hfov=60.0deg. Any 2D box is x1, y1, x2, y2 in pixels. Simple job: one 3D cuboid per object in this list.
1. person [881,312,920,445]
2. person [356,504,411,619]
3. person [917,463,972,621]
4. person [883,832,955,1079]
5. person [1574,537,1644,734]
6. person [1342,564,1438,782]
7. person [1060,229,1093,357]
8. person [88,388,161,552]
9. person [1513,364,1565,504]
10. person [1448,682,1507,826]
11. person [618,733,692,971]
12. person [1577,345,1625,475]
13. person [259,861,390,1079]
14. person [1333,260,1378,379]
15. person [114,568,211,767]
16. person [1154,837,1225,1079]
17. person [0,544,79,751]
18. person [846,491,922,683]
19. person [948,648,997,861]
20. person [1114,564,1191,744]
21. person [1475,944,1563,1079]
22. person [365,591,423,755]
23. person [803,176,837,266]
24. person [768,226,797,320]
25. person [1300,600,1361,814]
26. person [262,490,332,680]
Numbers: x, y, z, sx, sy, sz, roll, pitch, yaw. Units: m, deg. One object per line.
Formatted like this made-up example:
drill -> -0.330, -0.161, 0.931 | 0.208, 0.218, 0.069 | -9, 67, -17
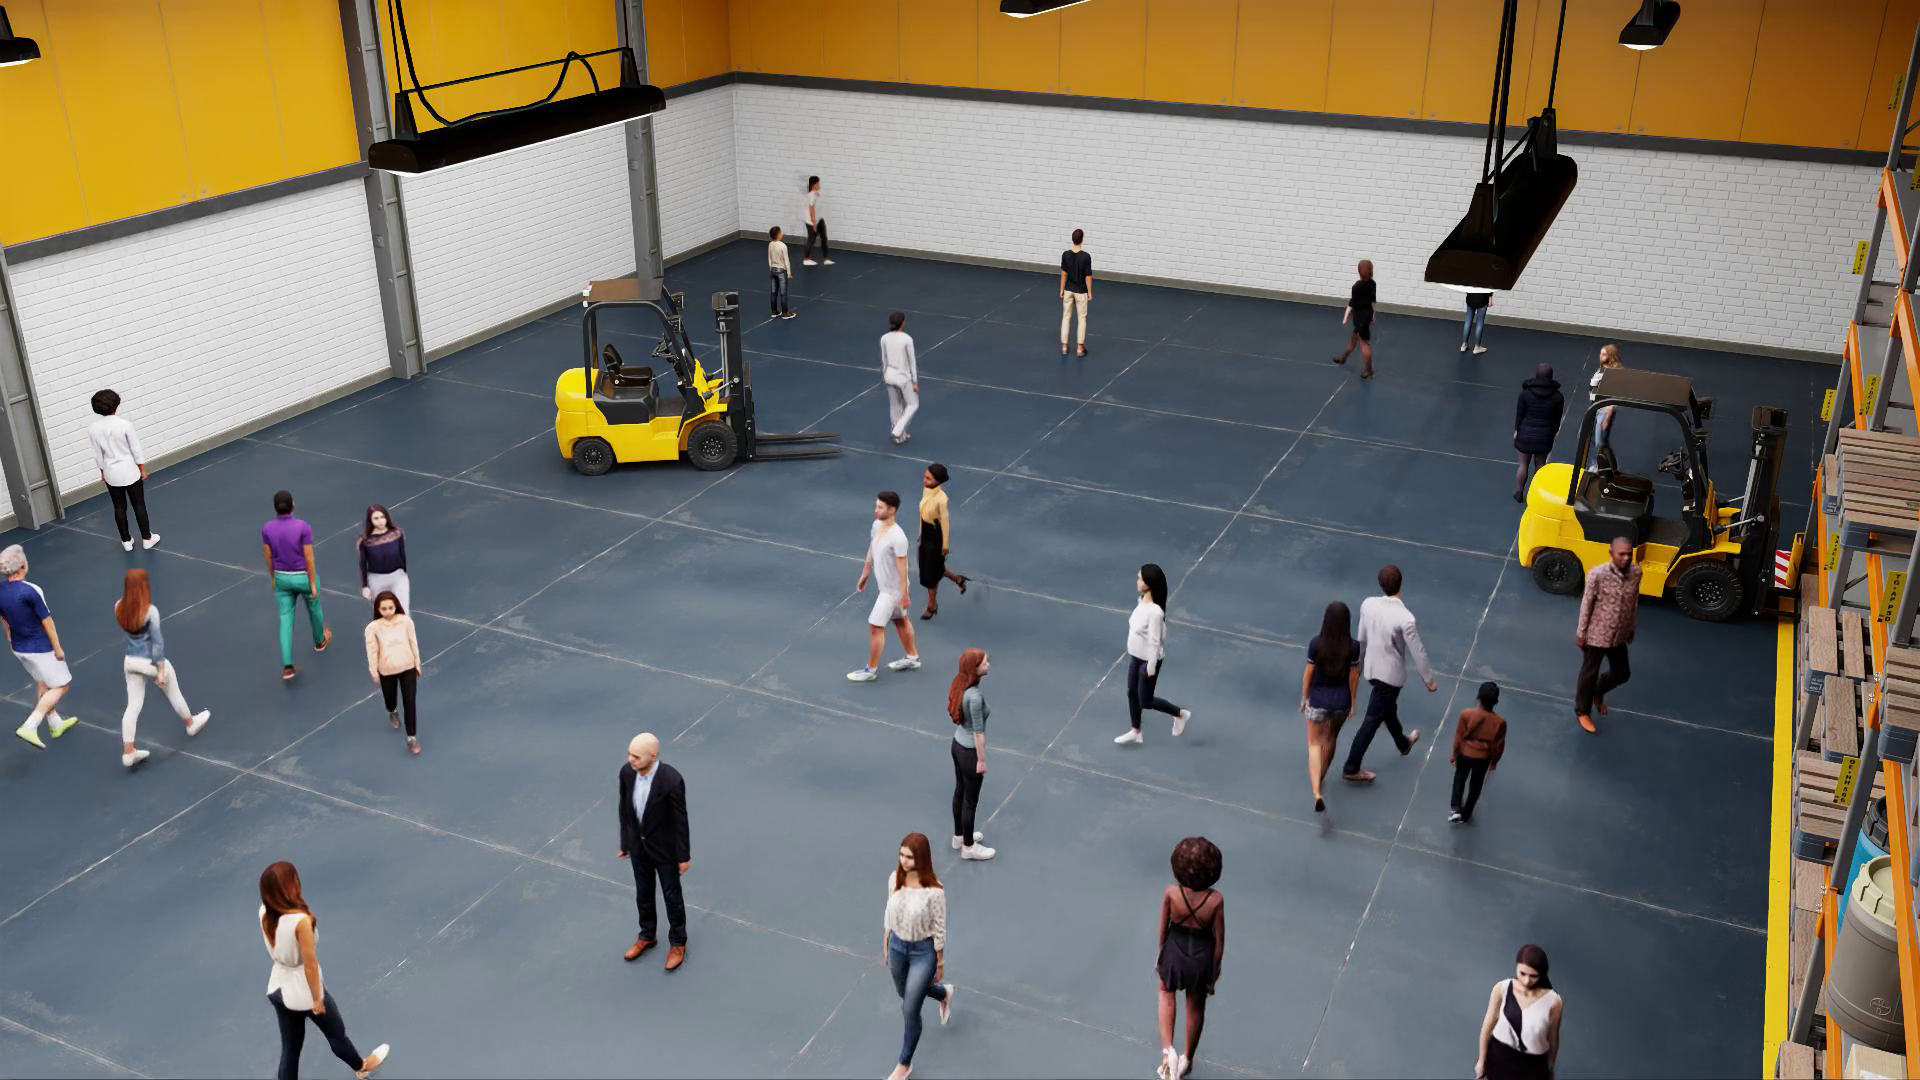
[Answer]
person -> -0.787, -1.995, 20.842 | 0.677, 1.726, 0.789 | 12, 26, 26
person -> -5.371, 0.411, 15.528 | 1.085, 1.574, 1.042 | -14, 27, -28
person -> -0.191, 0.003, 16.378 | 0.920, 1.641, 0.833 | -12, 26, -25
person -> -0.241, 2.559, 10.451 | 0.702, 1.705, 1.087 | 15, 28, 31
person -> 5.572, 0.768, 14.435 | 0.866, 1.795, 0.910 | -3, 24, -7
person -> 3.399, 1.135, 13.602 | 1.339, 1.789, 1.207 | -11, 26, -24
person -> 1.709, -3.646, 24.461 | 0.625, 1.852, 0.531 | 10, 26, 23
person -> -9.032, -0.759, 17.910 | 0.729, 1.810, 0.765 | -5, 24, -11
person -> 6.636, -1.236, 19.170 | 0.722, 1.675, 0.705 | 5, 24, 12
person -> 4.017, 1.706, 12.979 | 0.542, 1.242, 0.633 | 8, 25, 18
person -> -2.091, 2.089, 11.411 | 0.681, 1.797, 0.577 | 10, 25, 21
person -> 7.687, -1.495, 19.715 | 0.827, 1.712, 0.738 | -5, 24, -12
person -> -4.022, 2.751, 9.942 | 0.641, 1.760, 0.948 | 12, 26, 25
person -> 5.715, -3.061, 23.346 | 1.039, 1.673, 0.951 | -17, 29, -34
person -> -6.855, 1.092, 13.864 | 0.759, 1.658, 1.154 | 6, 24, 13
person -> 1.386, 2.644, 10.160 | 0.652, 1.782, 0.728 | 4, 24, 9
person -> -7.841, 0.938, 14.014 | 0.714, 1.821, 0.975 | 7, 25, 16
person -> -0.536, 0.398, 15.242 | 1.115, 1.825, 1.053 | -8, 25, -17
person -> 0.077, 1.605, 12.586 | 0.720, 1.742, 0.652 | -7, 25, -16
person -> 1.659, 0.994, 14.056 | 0.965, 1.683, 0.927 | -6, 24, -13
person -> 3.218, 2.980, 9.572 | 0.575, 1.637, 0.577 | 10, 26, 22
person -> -4.800, 1.079, 14.136 | 0.896, 1.464, 0.922 | -11, 26, -24
person -> -2.601, -5.595, 29.224 | 0.682, 1.608, 0.795 | 5, 24, 11
person -> -2.868, -4.236, 26.293 | 0.579, 1.465, 0.541 | 14, 27, 30
person -> 2.924, 1.346, 13.182 | 0.804, 1.739, 1.101 | 3, 24, 6
person -> -6.138, 0.438, 15.279 | 1.058, 1.723, 1.283 | -3, 24, -6
